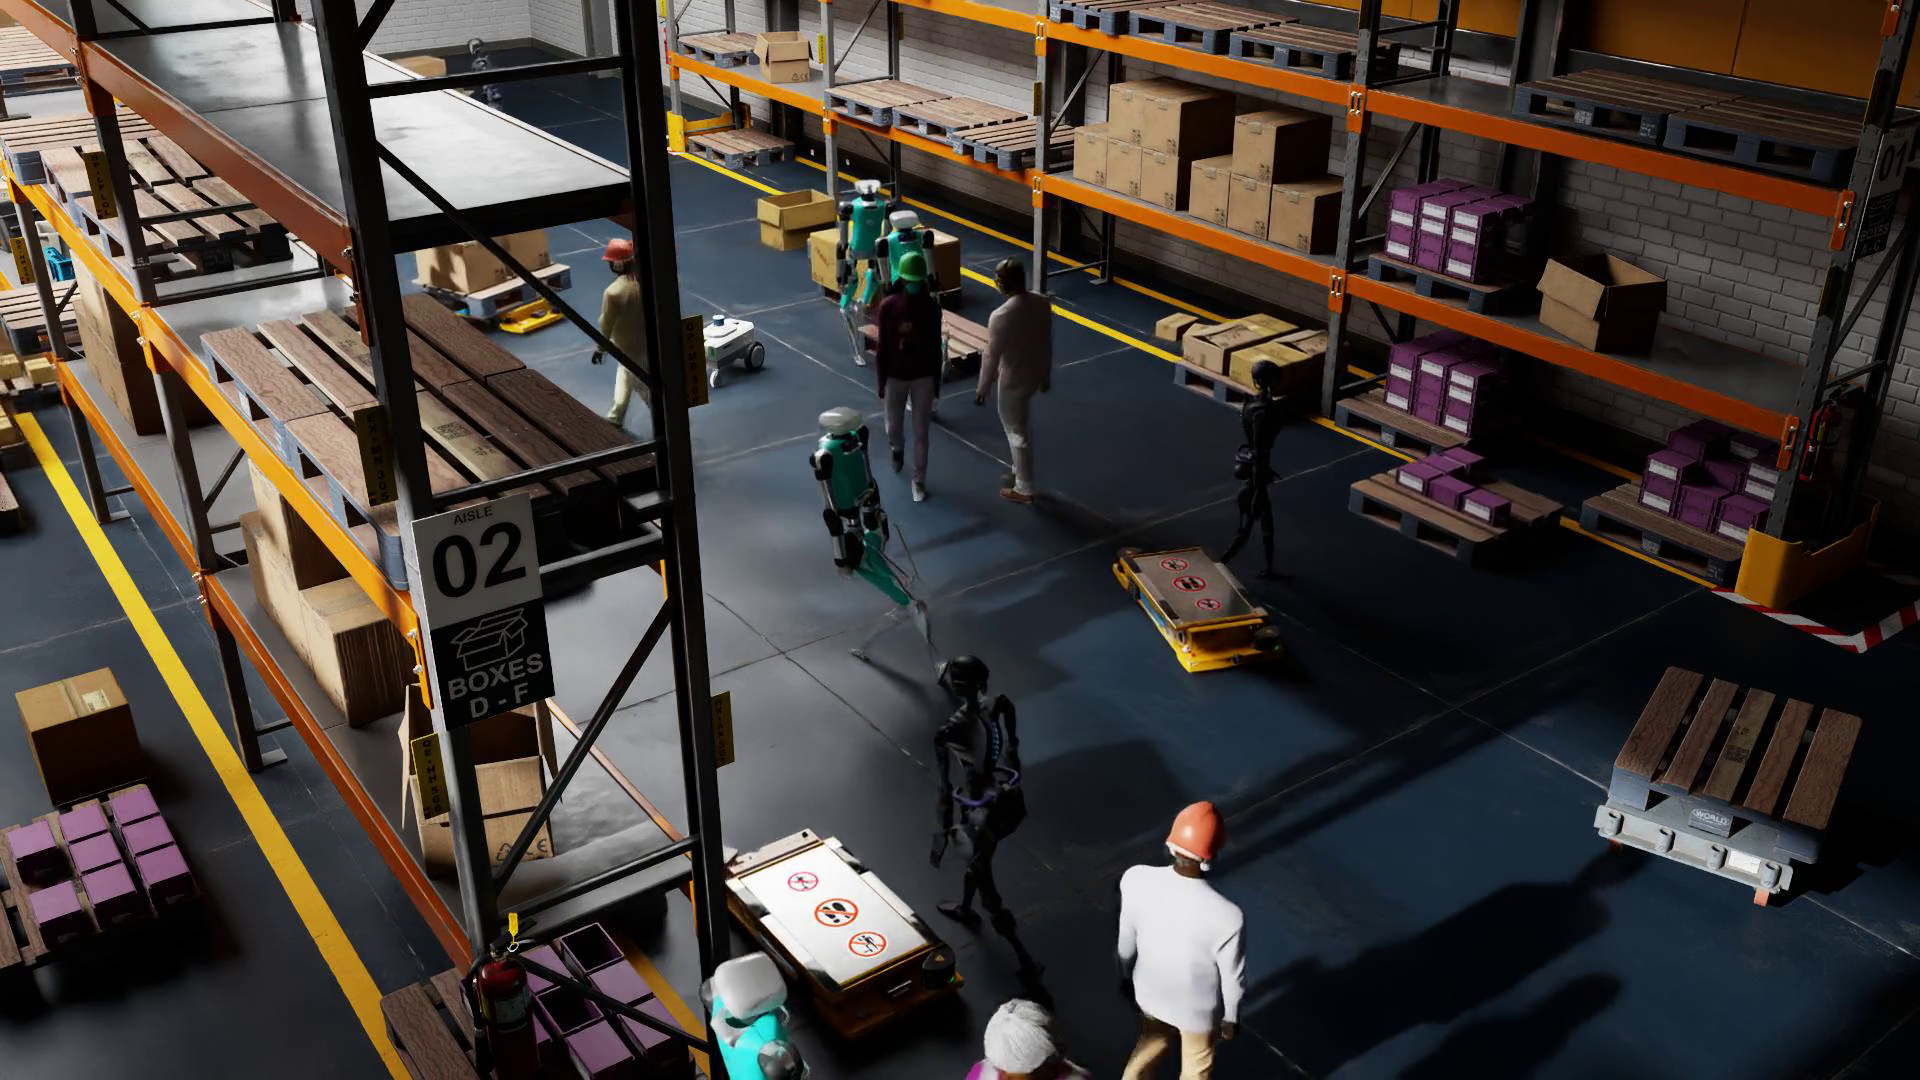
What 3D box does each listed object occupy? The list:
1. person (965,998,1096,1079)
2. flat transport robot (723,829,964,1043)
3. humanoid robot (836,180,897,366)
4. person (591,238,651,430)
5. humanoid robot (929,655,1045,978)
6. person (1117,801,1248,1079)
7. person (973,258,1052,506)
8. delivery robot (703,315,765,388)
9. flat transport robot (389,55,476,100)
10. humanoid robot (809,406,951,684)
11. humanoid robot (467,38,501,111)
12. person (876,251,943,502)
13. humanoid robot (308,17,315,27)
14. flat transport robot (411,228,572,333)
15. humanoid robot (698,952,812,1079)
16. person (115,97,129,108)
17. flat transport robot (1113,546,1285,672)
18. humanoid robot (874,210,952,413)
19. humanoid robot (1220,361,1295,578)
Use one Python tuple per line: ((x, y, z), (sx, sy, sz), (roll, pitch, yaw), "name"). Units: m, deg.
((0.264, 2.246, 5.803), (0.553, 1.817, 0.675), (3, 27, 7), "person")
((-0.660, 1.889, 8.230), (0.659, 0.231, 1.431), (-18, 32, -31), "flat transport robot")
((-0.948, -2.488, 15.383), (0.572, 1.846, 0.864), (-9, 28, -17), "humanoid robot")
((-2.688, -1.621, 13.613), (0.910, 1.707, 0.572), (9, 28, 18), "person")
((0.142, 1.301, 7.911), (0.782, 1.642, 0.609), (22, 34, 37), "humanoid robot")
((0.861, 1.833, 6.712), (0.562, 1.734, 0.551), (20, 33, 34), "person")
((0.384, -1.192, 12.527), (0.582, 1.909, 0.636), (17, 31, 30), "person")
((-2.175, -1.756, 15.155), (0.499, 0.589, 0.782), (13, 29, 24), "delivery robot")
((-7.731, -6.073, 24.068), (0.659, 0.231, 1.431), (1, 27, 2), "flat transport robot")
((-0.384, 0.076, 10.235), (1.015, 1.752, 0.560), (13, 30, 24), "humanoid robot")
((-6.173, -5.760, 21.879), (0.402, 1.647, 0.612), (-12, 29, -23), "humanoid robot")
((-0.384, -1.280, 12.668), (0.515, 1.939, 0.572), (-2, 27, -5), "person")
((-8.945, -6.476, 23.297), (0.343, 1.646, 0.611), (-21, 33, -35), "humanoid robot")
((-4.662, -2.361, 16.683), (1.431, 0.231, 0.659), (16, 31, 29), "flat transport robot")
((-0.485, 2.141, 6.109), (0.845, 1.765, 0.543), (-19, 32, -33), "humanoid robot")
((-10.233, -5.093, 20.213), (0.401, 1.986, 0.610), (12, 29, 23), "person")
((1.573, 0.423, 11.145), (0.659, 0.231, 1.431), (-7, 28, -14), "flat transport robot")
((-0.335, -1.833, 14.006), (0.551, 1.762, 0.868), (-13, 29, -23), "humanoid robot")
((2.015, -0.436, 11.319), (0.648, 1.637, 0.586), (6, 27, 11), "humanoid robot")
